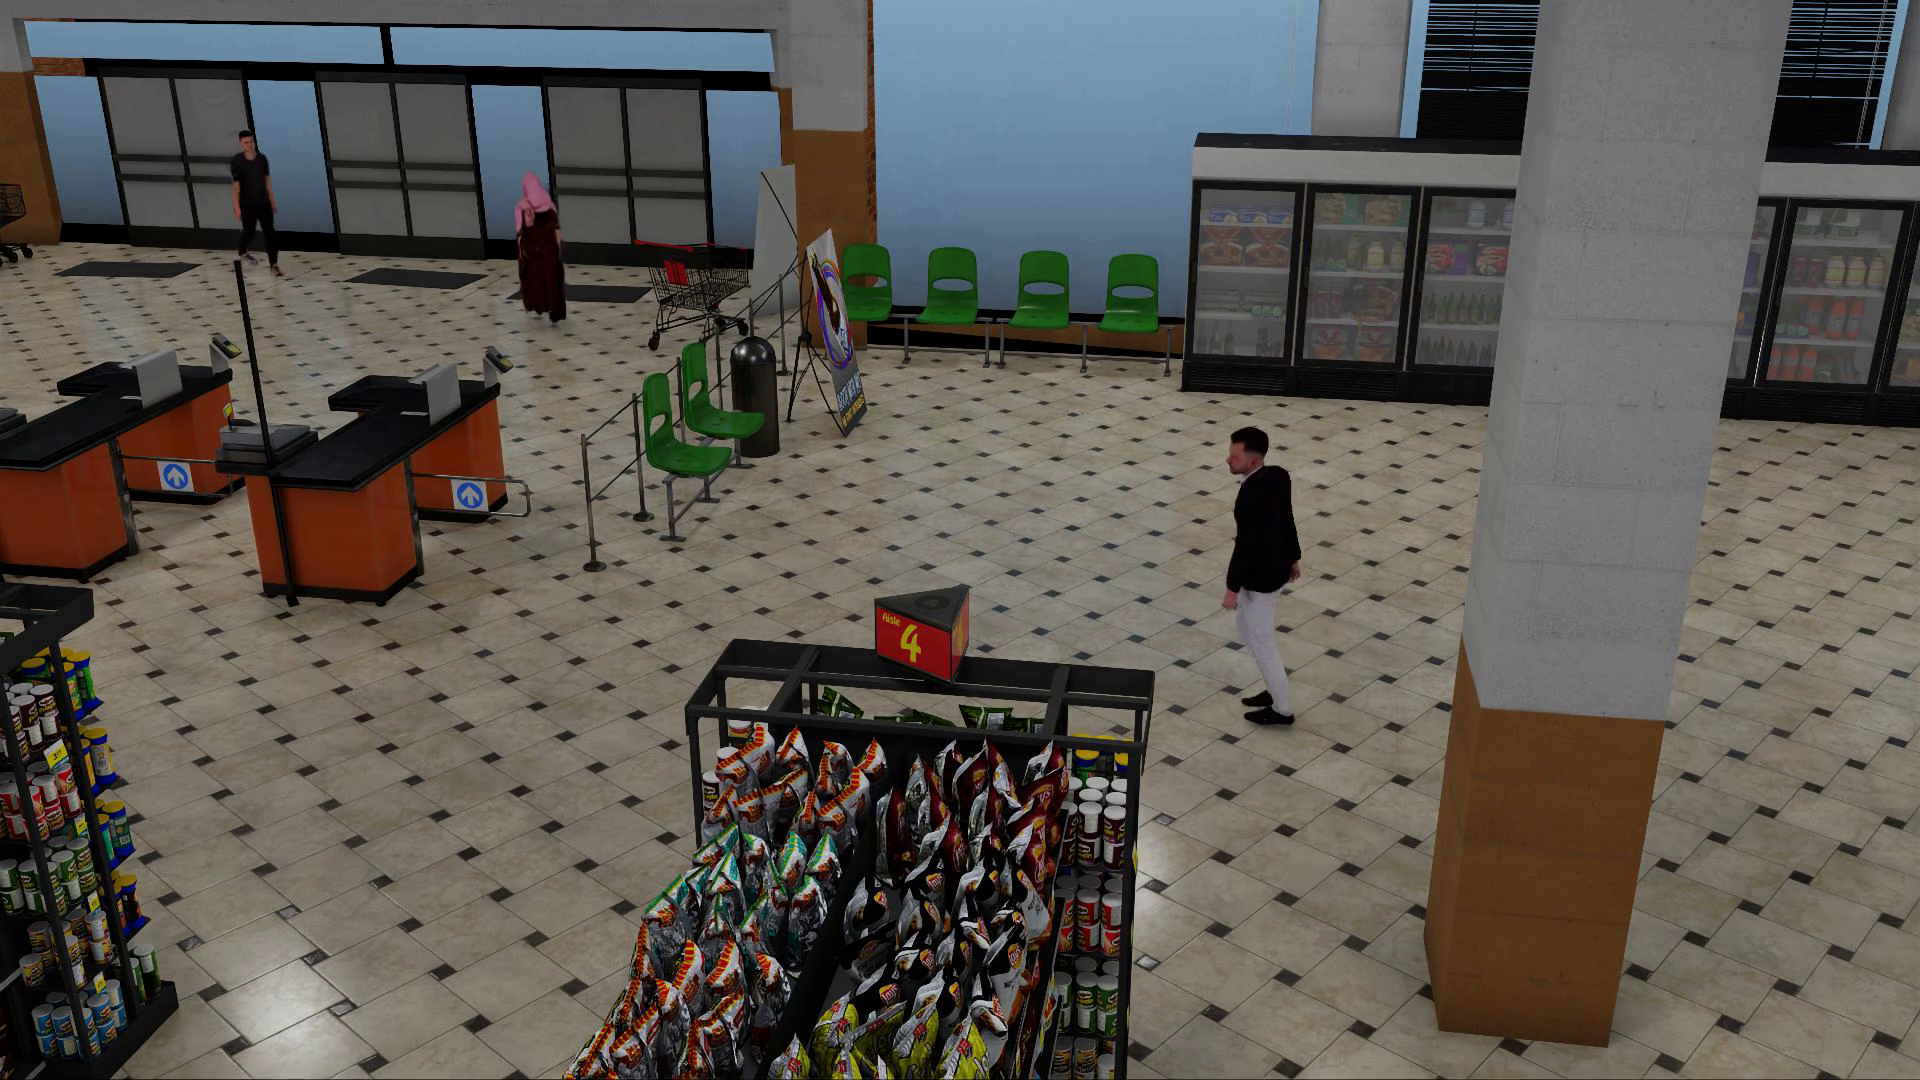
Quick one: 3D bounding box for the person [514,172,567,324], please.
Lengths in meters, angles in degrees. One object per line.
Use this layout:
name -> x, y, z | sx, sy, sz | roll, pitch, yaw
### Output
person -> -4.529, -3.108, 17.948 | 0.978, 1.585, 1.198 | -7, 23, -17

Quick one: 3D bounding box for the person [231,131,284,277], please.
person -> -8.565, -4.057, 20.123 | 1.130, 1.726, 1.166 | 17, 28, 37

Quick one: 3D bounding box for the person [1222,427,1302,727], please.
person -> 1.760, 0.233, 9.350 | 0.837, 1.797, 0.720 | 16, 27, 34
